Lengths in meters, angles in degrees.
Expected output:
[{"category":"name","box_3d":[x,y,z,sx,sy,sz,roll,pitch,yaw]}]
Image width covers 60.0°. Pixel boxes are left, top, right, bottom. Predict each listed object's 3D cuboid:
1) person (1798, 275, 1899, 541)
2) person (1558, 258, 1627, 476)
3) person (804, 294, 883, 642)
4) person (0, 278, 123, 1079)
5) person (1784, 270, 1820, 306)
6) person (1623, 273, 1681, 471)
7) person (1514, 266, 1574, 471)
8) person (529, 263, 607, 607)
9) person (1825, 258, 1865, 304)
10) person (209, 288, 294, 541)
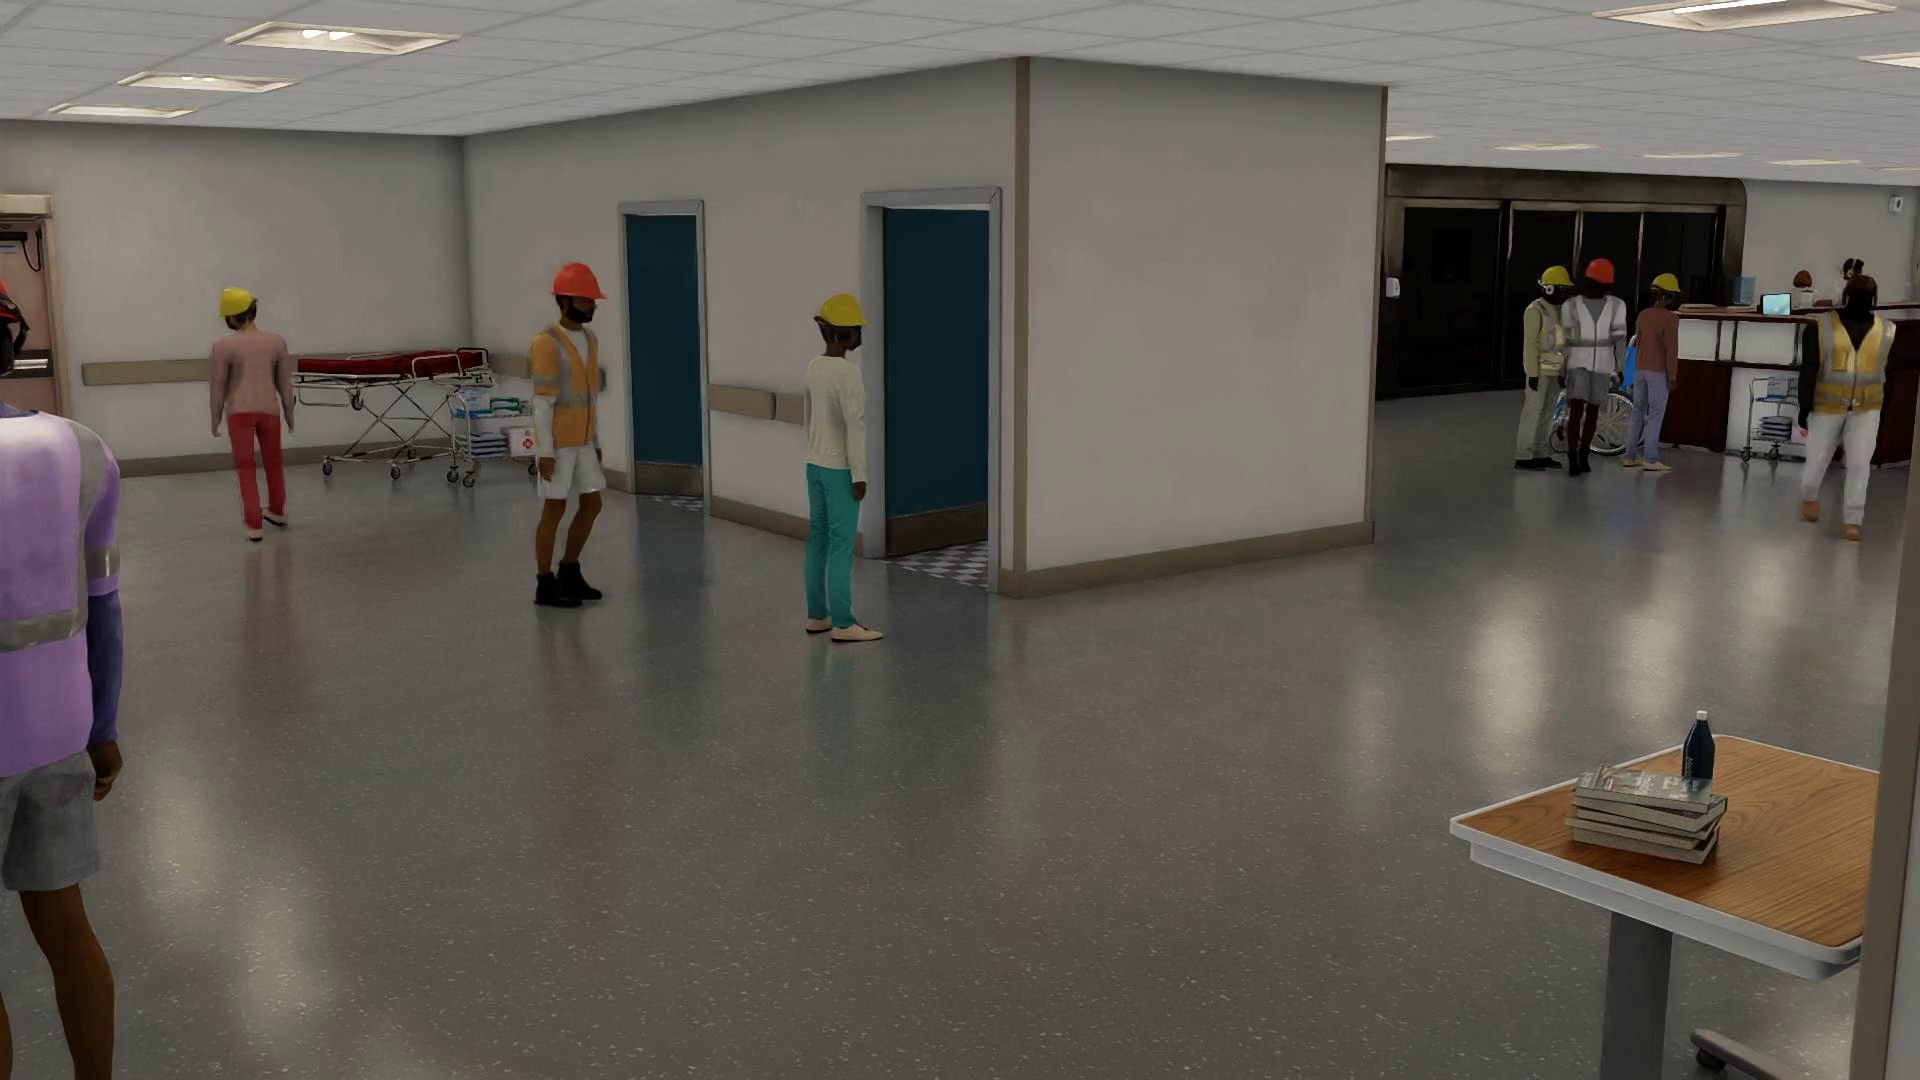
[{"category":"person","box_3d":[6.172,-0.944,11.628,0.627,1.820,0.851,3,11,17]},{"category":"person","box_3d":[5.506,-1.488,14.466,0.542,1.888,0.929,2,10,9]},{"category":"person","box_3d":[-0.616,-0.367,8.507,0.331,1.768,0.526,-6,12,-31]},{"category":"person","box_3d":[-2.013,0.410,3.443,0.409,2.028,0.611,4,11,19]},{"category":"person","box_3d":[12.172,-3.089,24.133,0.505,1.631,0.281,6,12,31]},{"category":"person","box_3d":[6.233,-1.498,14.882,0.349,1.758,0.522,-3,11,-16]},{"category":"person","box_3d":[5.237,-1.522,14.837,0.591,1.827,0.403,-9,13,-41]},{"category":"person","box_3d":[-2.156,-0.563,9.250,0.511,1.910,0.555,4,11,22]},{"category":"person","box_3d":[11.296,-2.710,21.453,0.703,1.825,0.533,0,10,0]},{"category":"person","box_3d":[-4.928,-0.874,11.512,0.704,1.711,0.580,9,13,41]}]
